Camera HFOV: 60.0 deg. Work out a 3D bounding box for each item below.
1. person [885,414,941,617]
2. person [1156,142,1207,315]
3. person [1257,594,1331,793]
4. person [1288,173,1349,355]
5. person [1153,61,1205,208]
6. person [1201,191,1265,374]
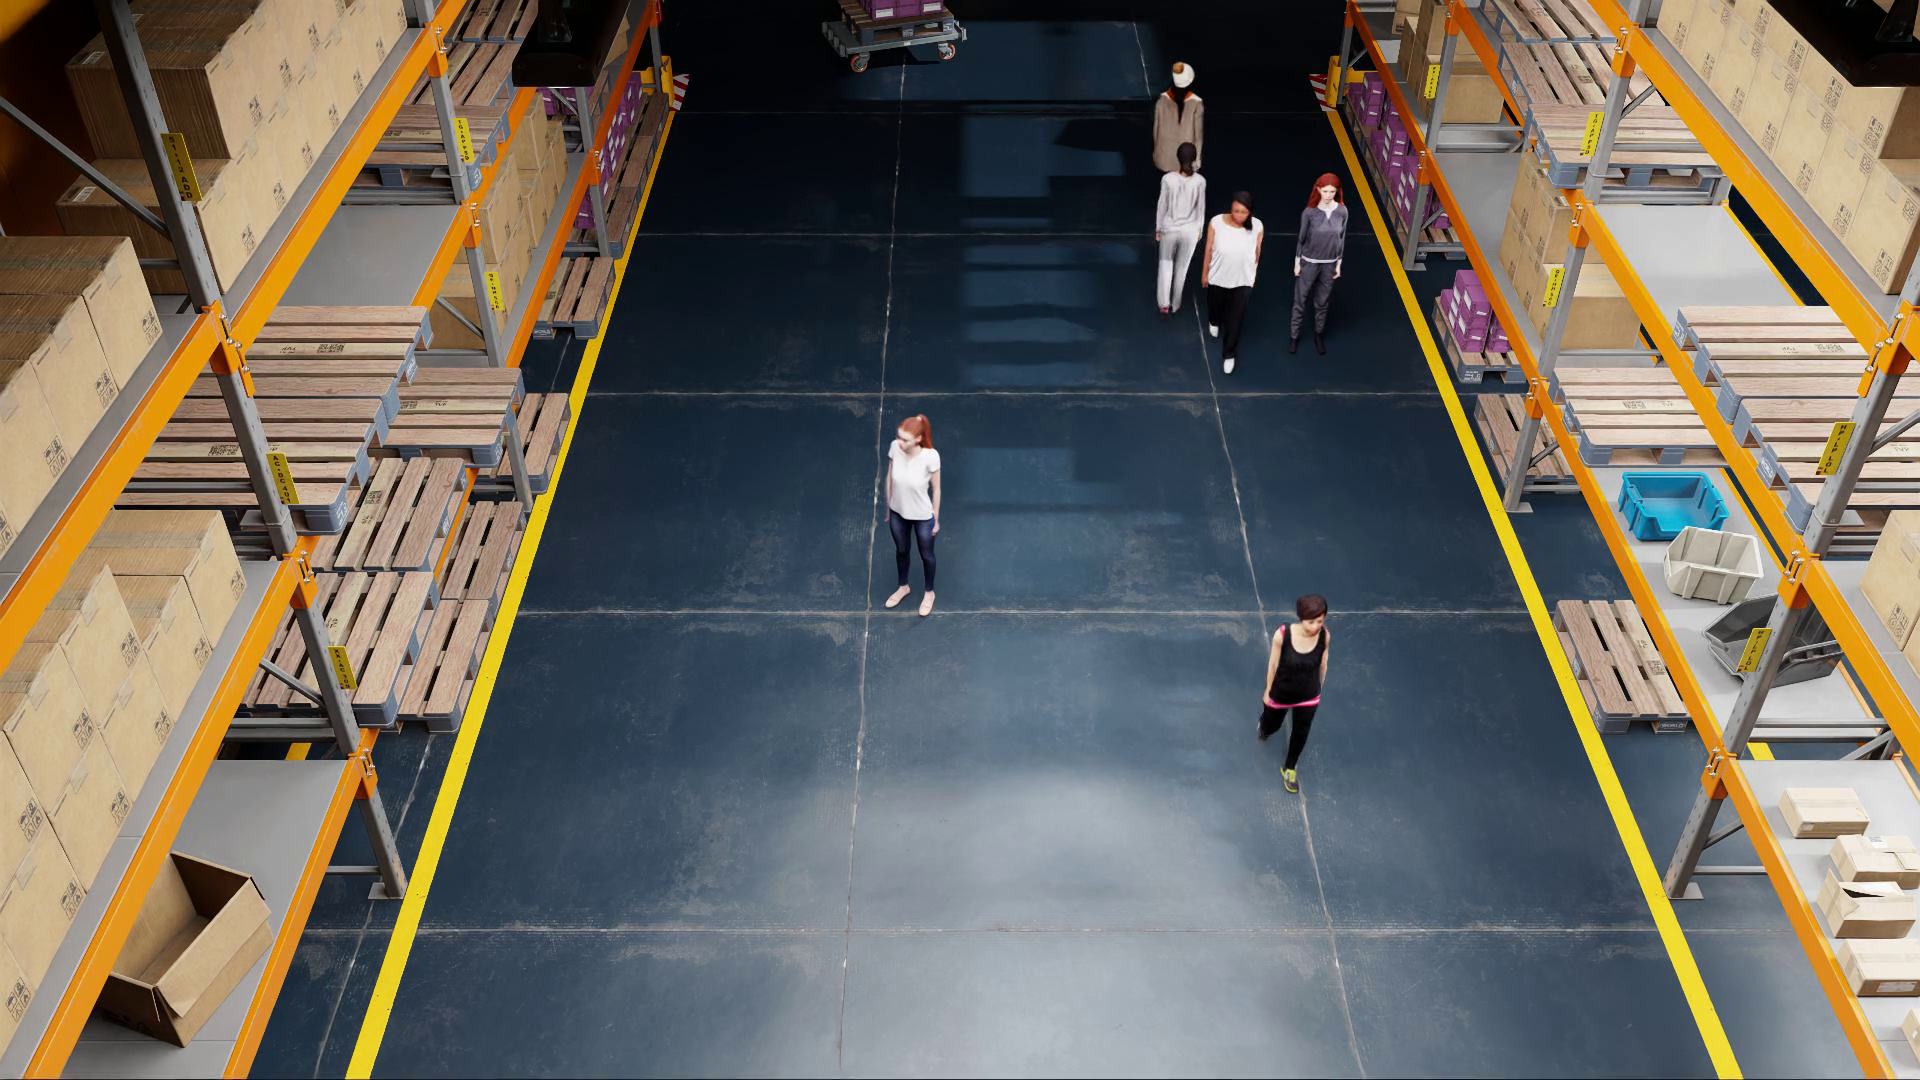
[{"bbox_3d":[-0.332,-0.208,12.223,0.644,1.738,0.651,16,41,20],"label":"person"},{"bbox_3d":[2.042,-2.840,15.503,0.670,1.759,0.817,6,39,8],"label":"person"},{"bbox_3d":[2.181,0.933,10.953,0.548,1.541,0.804,-1,39,-1],"label":"person"},{"bbox_3d":[3.244,-2.507,15.070,0.565,1.778,0.483,1,39,1],"label":"person"},{"bbox_3d":[2.153,-3.888,16.717,0.812,1.881,0.810,17,42,20],"label":"person"},{"bbox_3d":[2.448,-2.413,15.043,0.784,1.665,1.070,7,39,9],"label":"person"}]
